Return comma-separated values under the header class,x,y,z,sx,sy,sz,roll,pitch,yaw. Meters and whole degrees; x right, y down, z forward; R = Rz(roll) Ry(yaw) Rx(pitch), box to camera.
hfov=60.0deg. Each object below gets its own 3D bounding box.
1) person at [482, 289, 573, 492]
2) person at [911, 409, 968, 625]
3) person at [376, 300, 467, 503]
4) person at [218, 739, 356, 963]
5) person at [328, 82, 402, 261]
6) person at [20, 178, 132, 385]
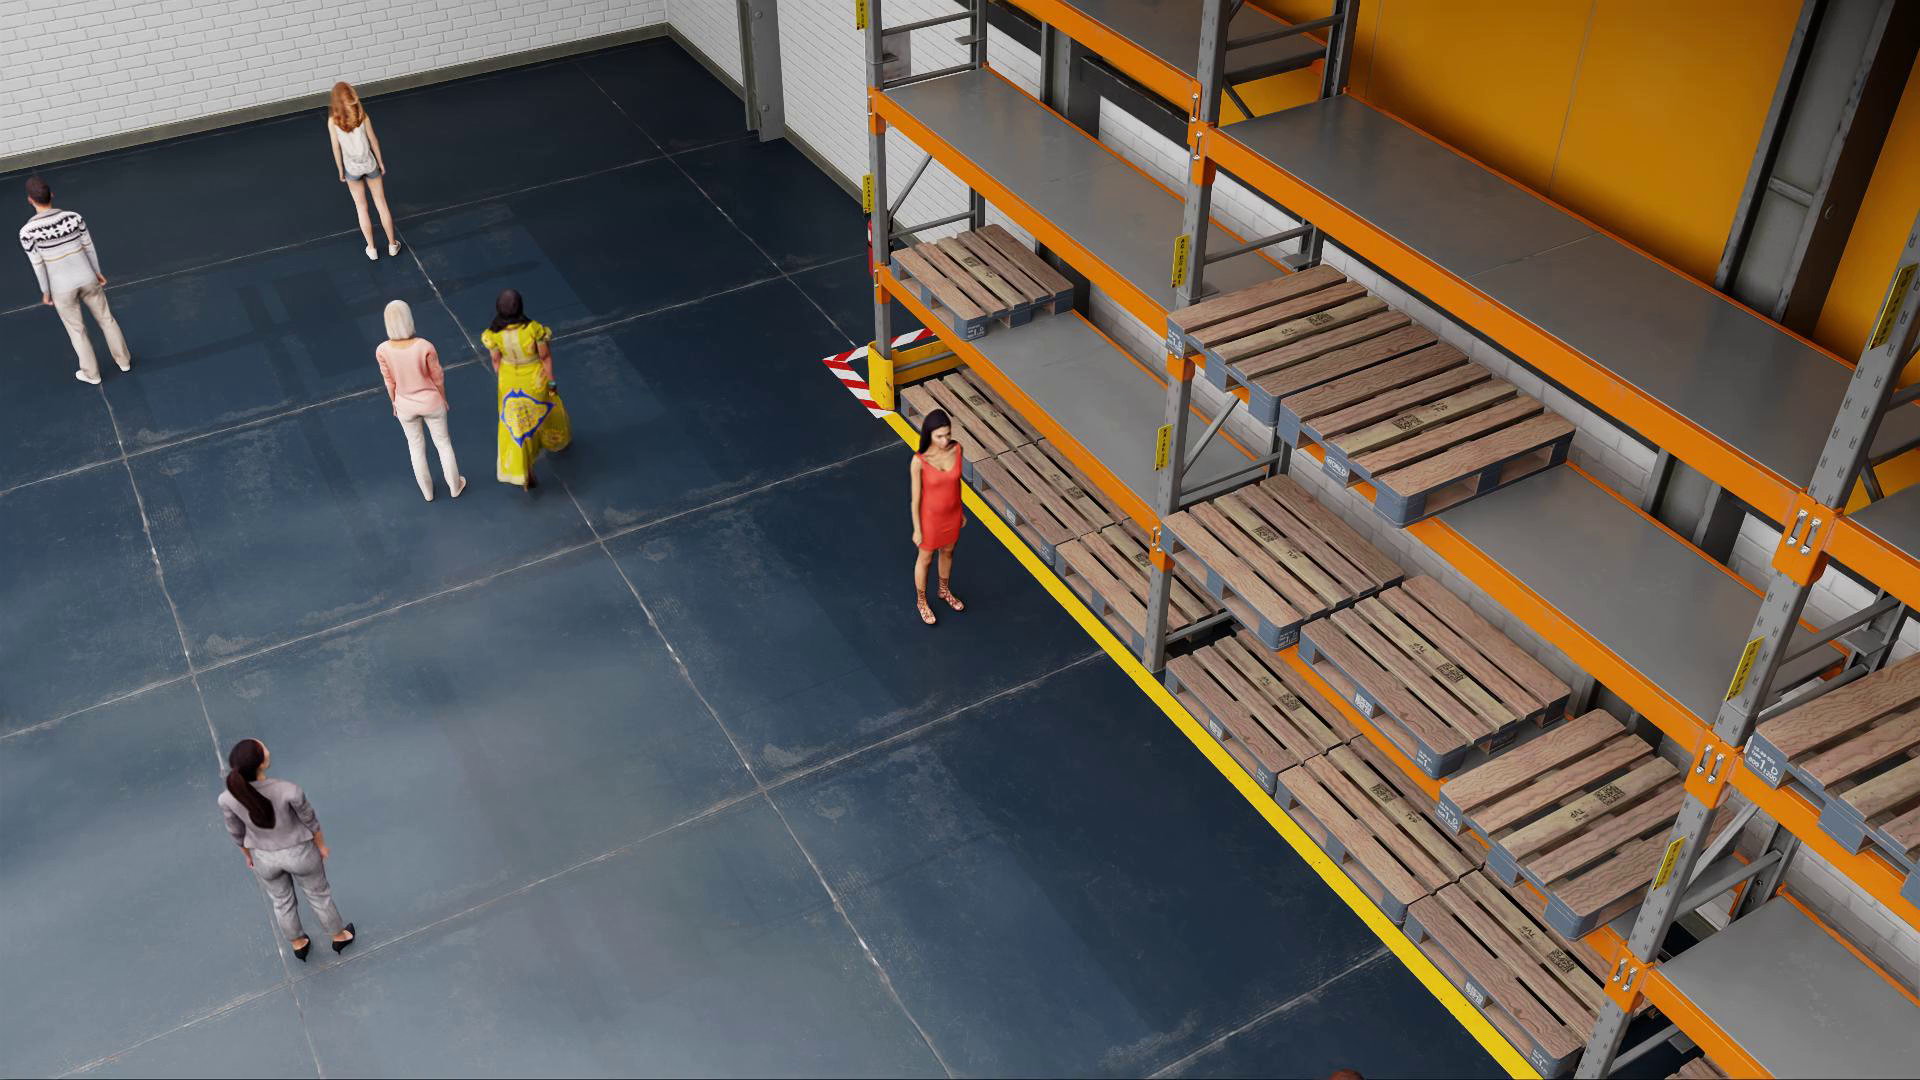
class,x,y,z,sx,sy,sz,roll,pitch,yaw
person,-3.400,-1.150,12.972,1.112,1.618,1.436,-3,39,-4
person,-0.151,-0.180,11.678,0.608,1.719,0.530,-24,45,-27
person,-4.158,-1.061,12.776,0.664,1.724,0.634,-7,39,-9
person,-3.768,1.761,9.280,0.696,1.678,0.694,-6,39,-7
person,-5.680,-3.501,15.809,0.604,1.752,0.556,-13,40,-16
person,-7.514,-2.190,14.081,0.685,1.861,0.746,29,47,32
